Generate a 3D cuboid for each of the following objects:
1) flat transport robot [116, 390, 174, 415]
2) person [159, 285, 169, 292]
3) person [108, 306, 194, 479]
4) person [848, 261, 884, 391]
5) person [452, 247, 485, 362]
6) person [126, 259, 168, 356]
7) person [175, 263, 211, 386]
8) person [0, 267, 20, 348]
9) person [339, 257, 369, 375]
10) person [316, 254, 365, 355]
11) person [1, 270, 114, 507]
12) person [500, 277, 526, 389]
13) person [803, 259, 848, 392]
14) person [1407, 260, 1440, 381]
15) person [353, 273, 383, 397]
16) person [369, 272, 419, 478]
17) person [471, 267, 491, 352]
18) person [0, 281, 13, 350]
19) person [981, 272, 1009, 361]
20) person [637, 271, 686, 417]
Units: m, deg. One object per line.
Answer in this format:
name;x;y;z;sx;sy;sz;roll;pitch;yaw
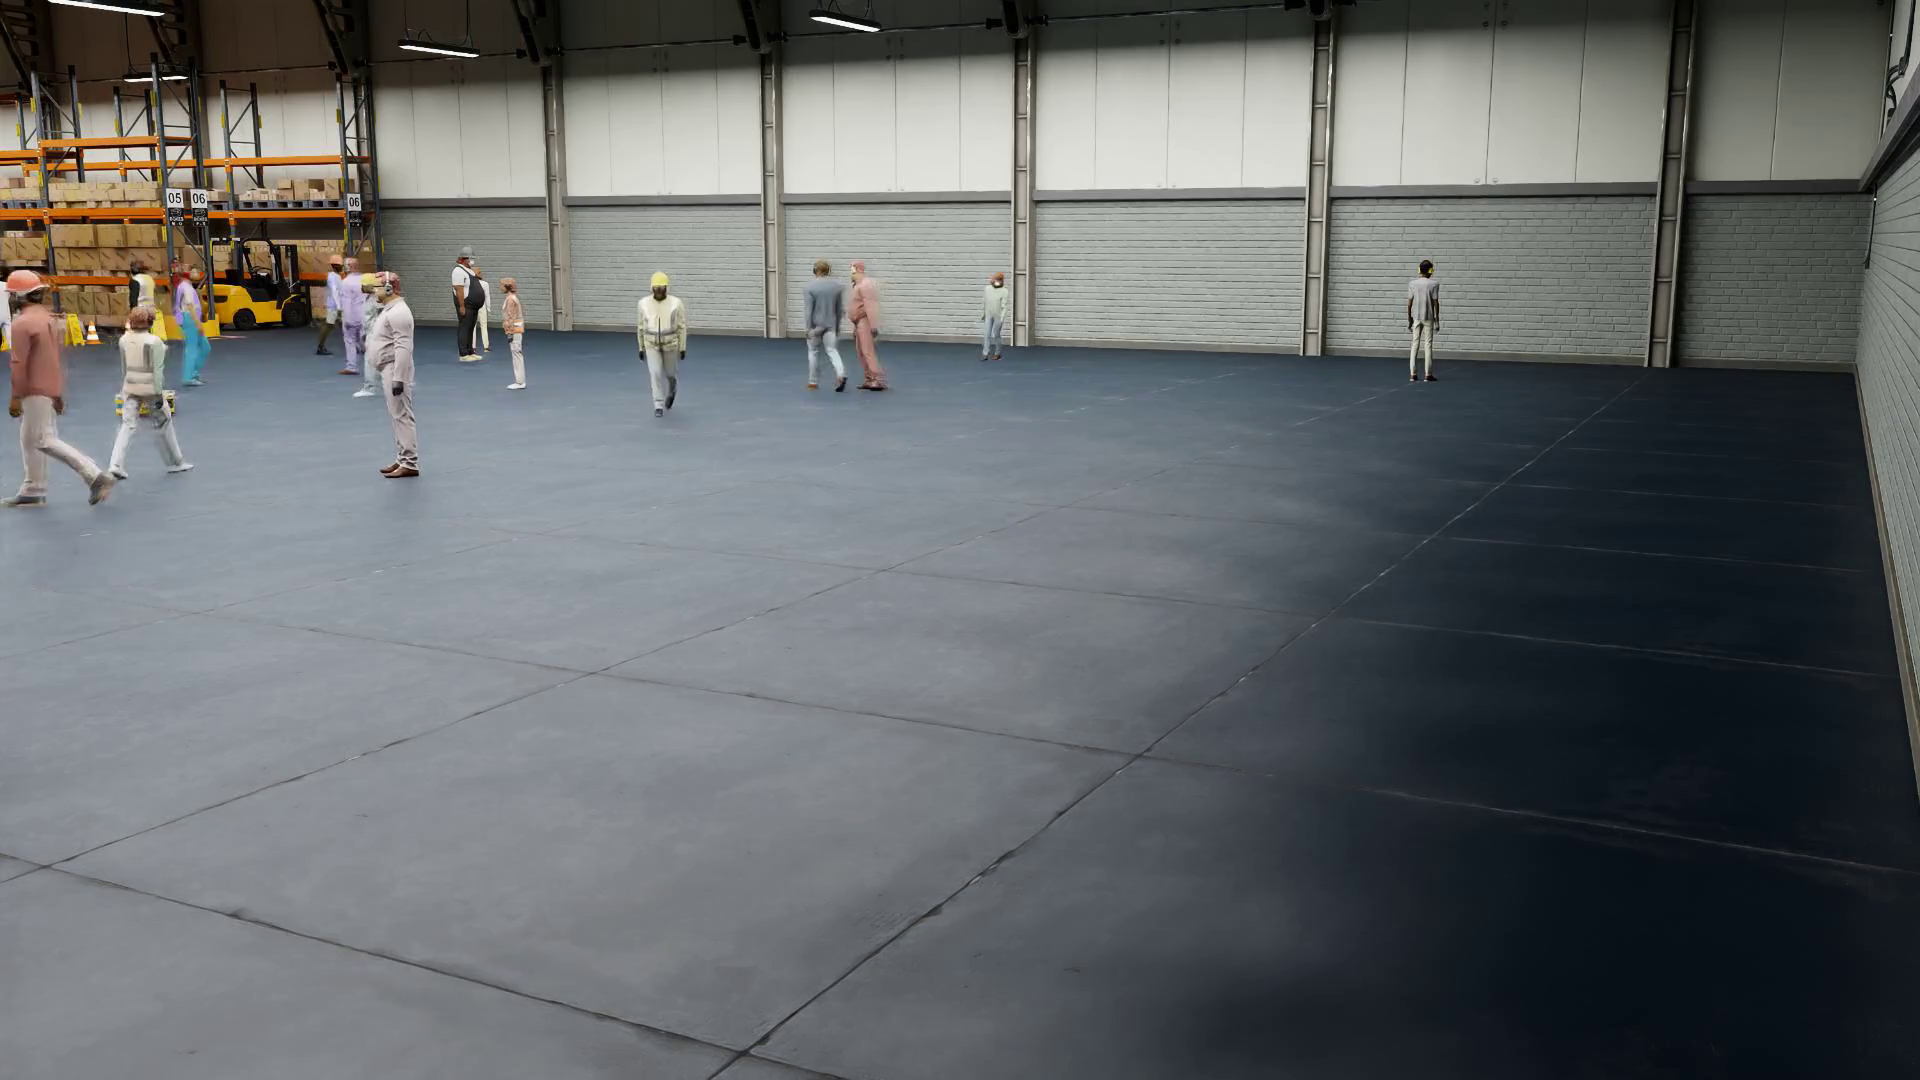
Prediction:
flat transport robot;-10.371;-1.761;21.173;0.652;0.197;1.431;-5;11;-25
person;-18.539;-5.865;39.074;0.961;1.901;0.644;1;10;5
person;-7.614;-1.374;15.467;0.523;1.591;0.877;3;11;16
person;-1.377;-3.097;24.126;0.474;1.865;0.752;-2;11;-13
person;-8.762;-4.215;29.726;0.536;2.000;0.688;0;10;1
person;-14.251;-3.987;29.077;0.675;1.819;0.636;0;10;1
person;-11.397;-3.192;24.717;0.480;1.826;0.572;-4;11;-22
person;-17.142;-4.038;29.753;0.553;1.663;0.770;2;11;10
person;-9.687;-3.597;26.767;0.672;1.888;0.656;4;11;20
person;-11.641;-4.389;31.119;1.012;1.887;0.559;0;10;-2
person;-7.478;-1.229;13.646;0.878;1.969;0.609;-2;11;-9
person;-6.545;-3.022;24.354;0.325;1.626;0.510;-3;11;-14
person;-1.937;-3.089;23.969;0.639;1.912;0.894;-7;12;-33
person;7.152;-3.373;25.635;0.511;1.861;0.329;7;13;34
person;-8.168;-2.884;23.325;0.725;1.720;0.490;-7;12;-32
person;-5.277;-1.534;15.478;0.403;1.906;0.651;-4;11;-23
person;-9.318;-4.447;32.107;0.506;1.631;0.277;-1;10;-8
person;-15.054;-3.440;26.093;0.967;1.834;0.503;8;13;37
person;0.584;-3.955;29.523;0.564;1.583;0.790;4;11;21
person;-3.732;-2.465;20.853;0.607;1.807;0.761;-1;10;-6
